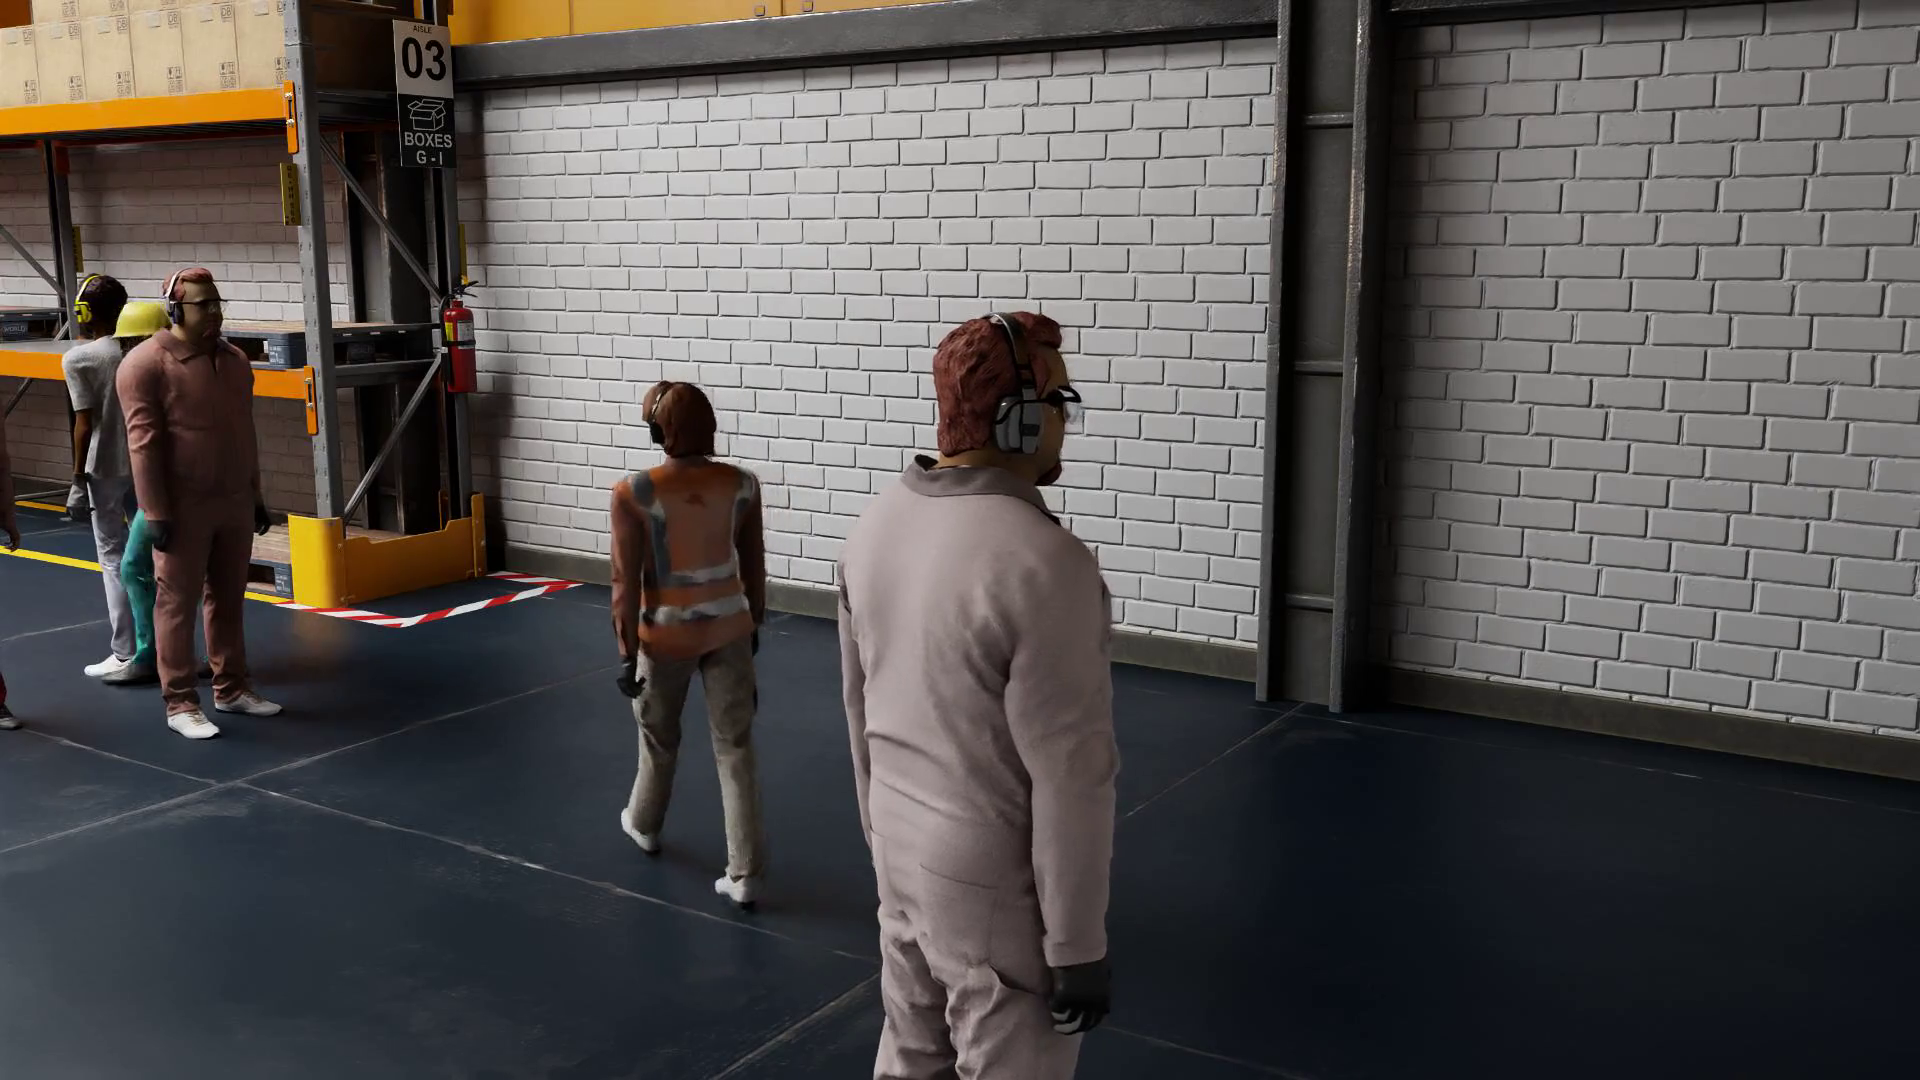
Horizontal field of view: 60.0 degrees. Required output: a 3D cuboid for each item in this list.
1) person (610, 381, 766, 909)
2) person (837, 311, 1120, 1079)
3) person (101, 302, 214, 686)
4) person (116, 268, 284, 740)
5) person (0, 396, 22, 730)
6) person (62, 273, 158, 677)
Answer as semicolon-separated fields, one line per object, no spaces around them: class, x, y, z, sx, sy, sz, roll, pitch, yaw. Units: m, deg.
person;-0.851;0.299;5.201;0.536;1.585;0.854;-6;12;-30
person;0.063;0.572;2.833;0.399;1.908;0.643;-7;12;-33
person;-3.663;-0.195;7.527;0.662;1.742;0.545;-1;10;-4
person;-3.101;-0.156;6.866;0.402;1.911;0.638;4;11;21
person;-4.095;-0.059;6.722;0.533;1.766;0.318;-10;14;-44
person;-3.918;-0.292;7.722;0.314;1.869;0.537;4;11;22
